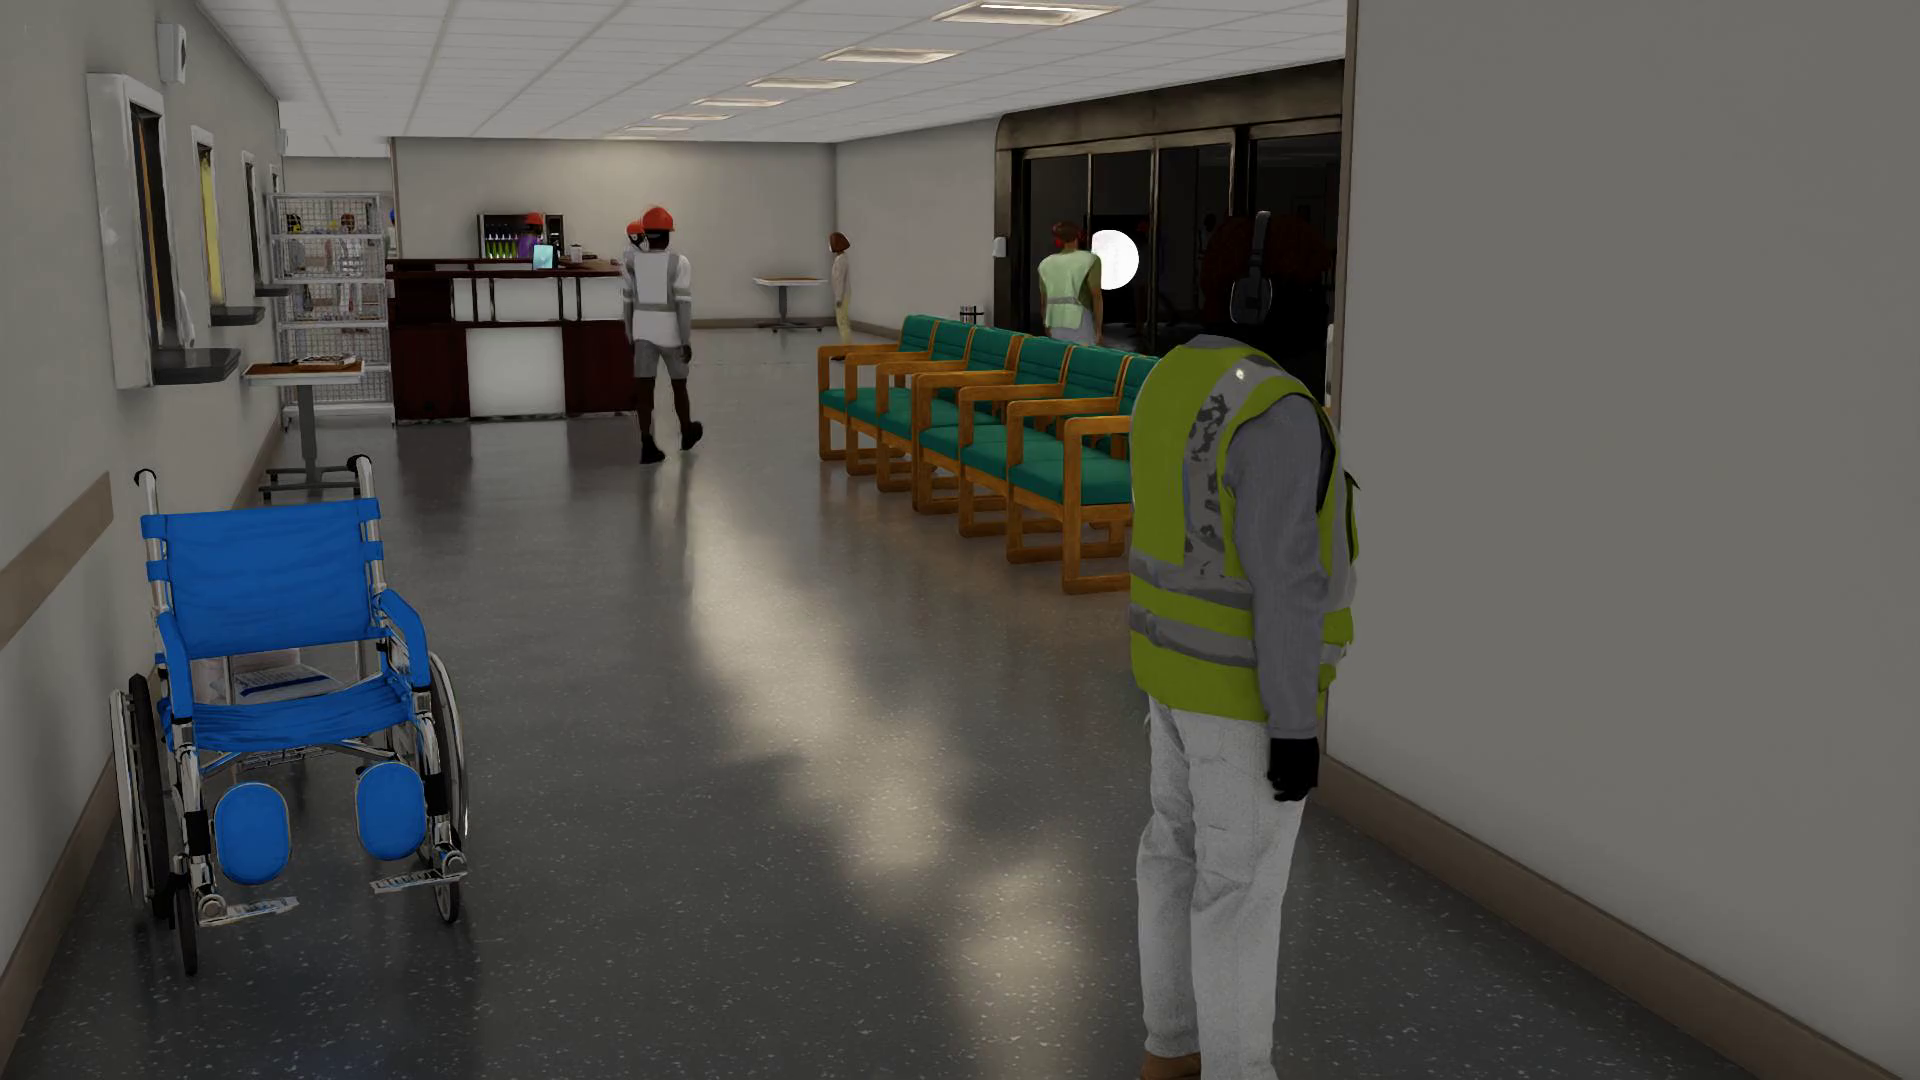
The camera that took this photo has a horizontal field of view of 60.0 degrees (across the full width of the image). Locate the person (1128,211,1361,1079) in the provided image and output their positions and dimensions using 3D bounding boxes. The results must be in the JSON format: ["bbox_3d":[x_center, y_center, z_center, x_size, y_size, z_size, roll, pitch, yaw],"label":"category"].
[{"bbox_3d":[0.551,0.289,3.284,0.430,1.841,0.624,-3,11,-15],"label":"person"}]

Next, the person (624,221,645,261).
[{"bbox_3d":[-4.381,-3.435,22.599,0.321,1.755,0.566,0,11,0],"label":"person"}]

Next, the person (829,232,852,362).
[{"bbox_3d":[-1.521,-3.095,21.211,0.285,1.627,0.504,0,11,1],"label":"person"}]

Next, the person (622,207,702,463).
[{"bbox_3d":[-2.261,-1.565,12.654,0.571,1.887,0.993,2,11,9],"label":"person"}]

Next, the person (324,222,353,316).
[{"bbox_3d":[-11.226,-4.890,30.151,0.558,1.724,0.862,2,11,11],"label":"person"}]

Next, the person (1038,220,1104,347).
[{"bbox_3d":[0.941,-1.651,13.340,0.749,1.802,0.408,9,14,38],"label":"person"}]

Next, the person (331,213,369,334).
[{"bbox_3d":[-9.560,-4.172,26.088,0.351,1.878,0.568,6,13,30],"label":"person"}]
